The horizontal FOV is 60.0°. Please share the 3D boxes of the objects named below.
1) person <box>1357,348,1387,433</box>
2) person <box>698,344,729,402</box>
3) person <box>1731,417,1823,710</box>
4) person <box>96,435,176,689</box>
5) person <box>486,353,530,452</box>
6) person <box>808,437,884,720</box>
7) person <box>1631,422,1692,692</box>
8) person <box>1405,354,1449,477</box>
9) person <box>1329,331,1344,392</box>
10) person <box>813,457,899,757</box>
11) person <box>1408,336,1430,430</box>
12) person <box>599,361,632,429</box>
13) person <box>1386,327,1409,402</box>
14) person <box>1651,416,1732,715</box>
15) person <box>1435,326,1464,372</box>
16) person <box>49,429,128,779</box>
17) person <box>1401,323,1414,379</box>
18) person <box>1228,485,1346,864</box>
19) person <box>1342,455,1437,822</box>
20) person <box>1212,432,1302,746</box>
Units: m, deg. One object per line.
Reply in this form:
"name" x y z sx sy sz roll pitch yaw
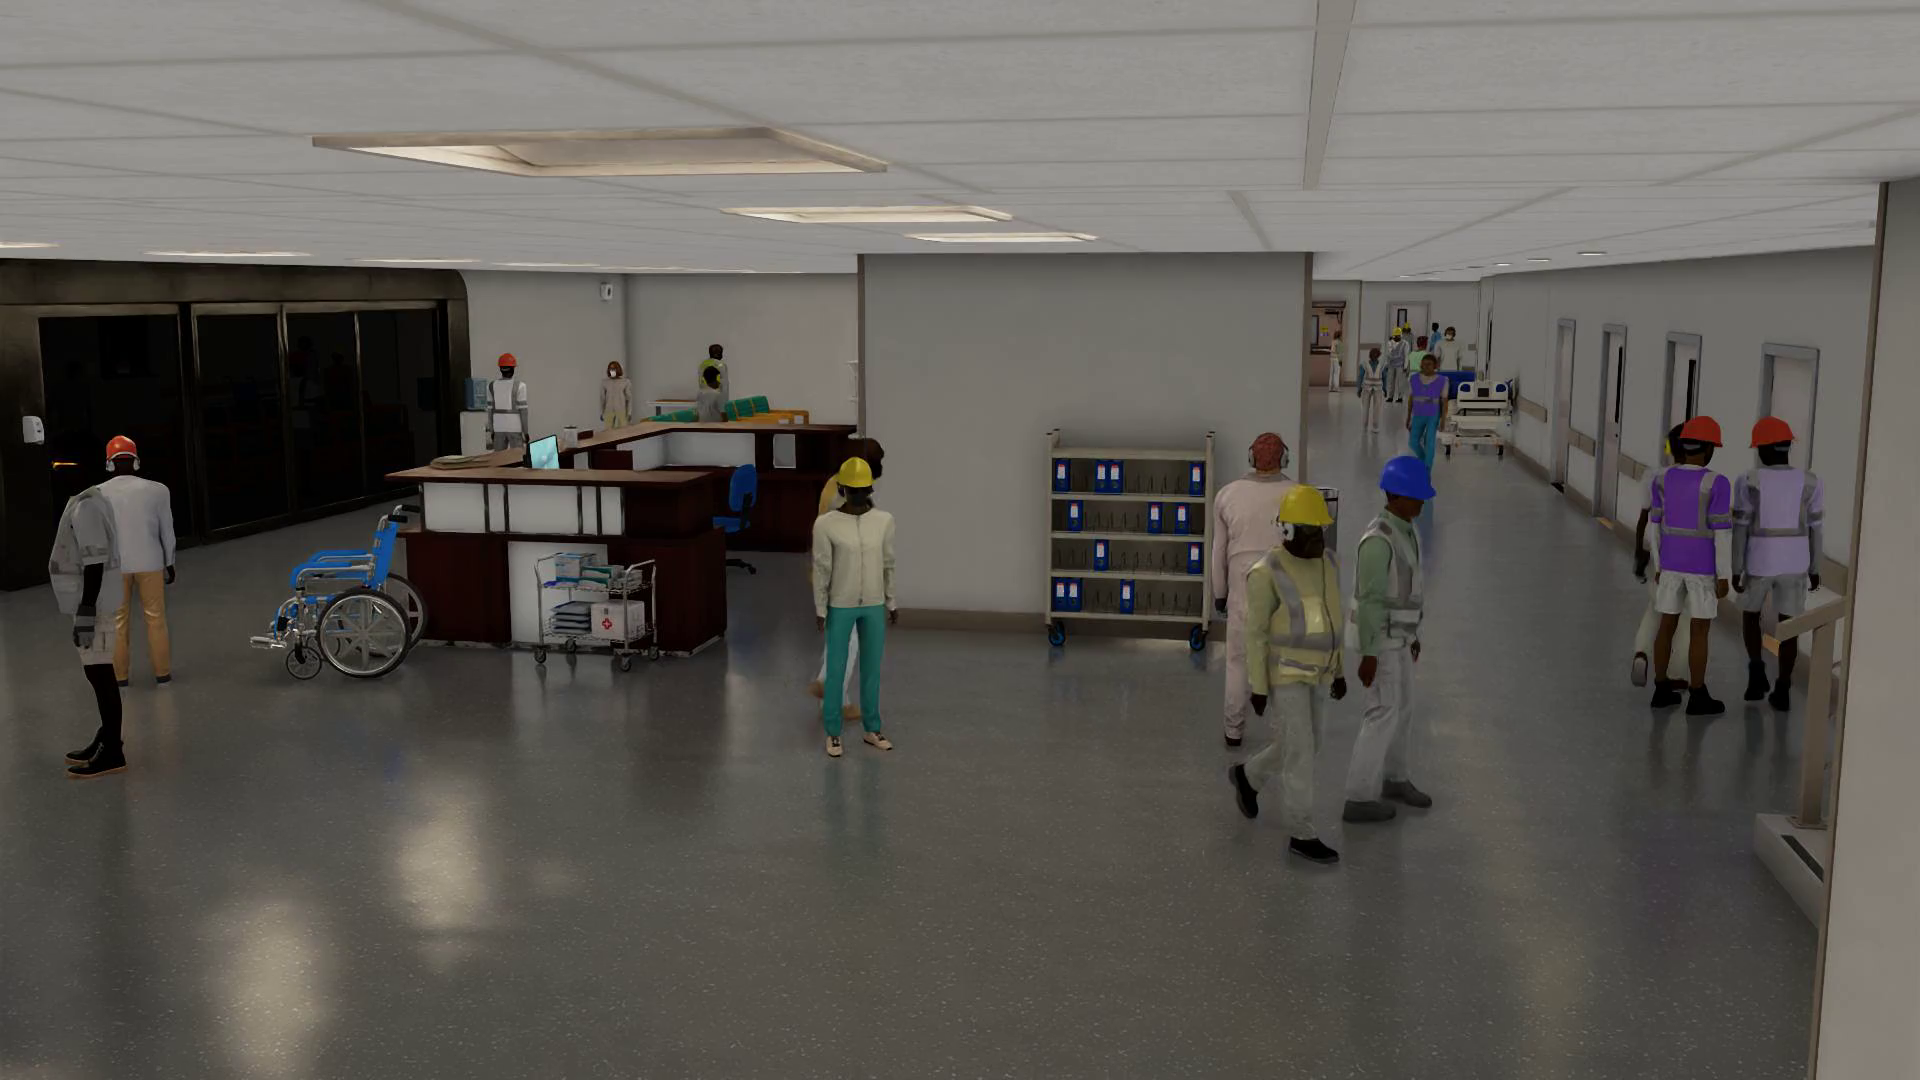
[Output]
"person" 7.884 -2.847 31.788 0.571 1.604 0.712 1 9 9
"person" -4.041 -2.325 27.572 0.633 1.841 0.429 7 11 40
"person" 5.328 0.156 10.873 0.577 1.911 0.401 3 9 17
"person" -5.706 0.151 11.457 0.564 1.743 0.352 -4 10 -26
"person" -5.794 -1.436 21.399 0.546 1.930 0.390 2 9 11
"person" -0.715 0.253 10.544 0.439 1.820 0.647 -2 9 -15
"person" 4.822 0.135 11.212 0.530 1.857 0.537 6 11 37
"person" 6.660 -1.742 23.722 0.597 1.832 0.468 6 11 36
"person" 10.064 -4.772 44.472 0.315 1.640 0.514 -2 9 -16
"person" -0.607 0.388 9.811 0.533 1.768 0.310 -4 10 -26
"person" 8.895 -3.023 32.176 0.390 1.849 0.565 -5 10 -28
"person" -5.364 -1.973 25.922 0.507 1.633 0.277 0 9 0
"person" 10.609 -4.250 40.419 0.590 1.824 0.403 8 12 43
"person" 4.738 0.162 10.768 0.364 1.933 0.543 -6 10 -34
"person" 10.702 -3.710 36.452 0.629 1.937 0.378 0 9 3
"person" -4.922 0.353 9.385 0.367 1.966 0.606 -4 10 -27
"person" 13.566 -5.746 50.621 0.484 1.736 0.306 1 9 10
"person" 1.596 0.616 8.140 0.593 1.813 0.727 -7 11 -39
"person" 2.221 0.504 8.584 0.444 1.915 0.691 4 10 26
"person" 1.830 0.304 9.943 0.645 1.900 0.398 4 9 22
